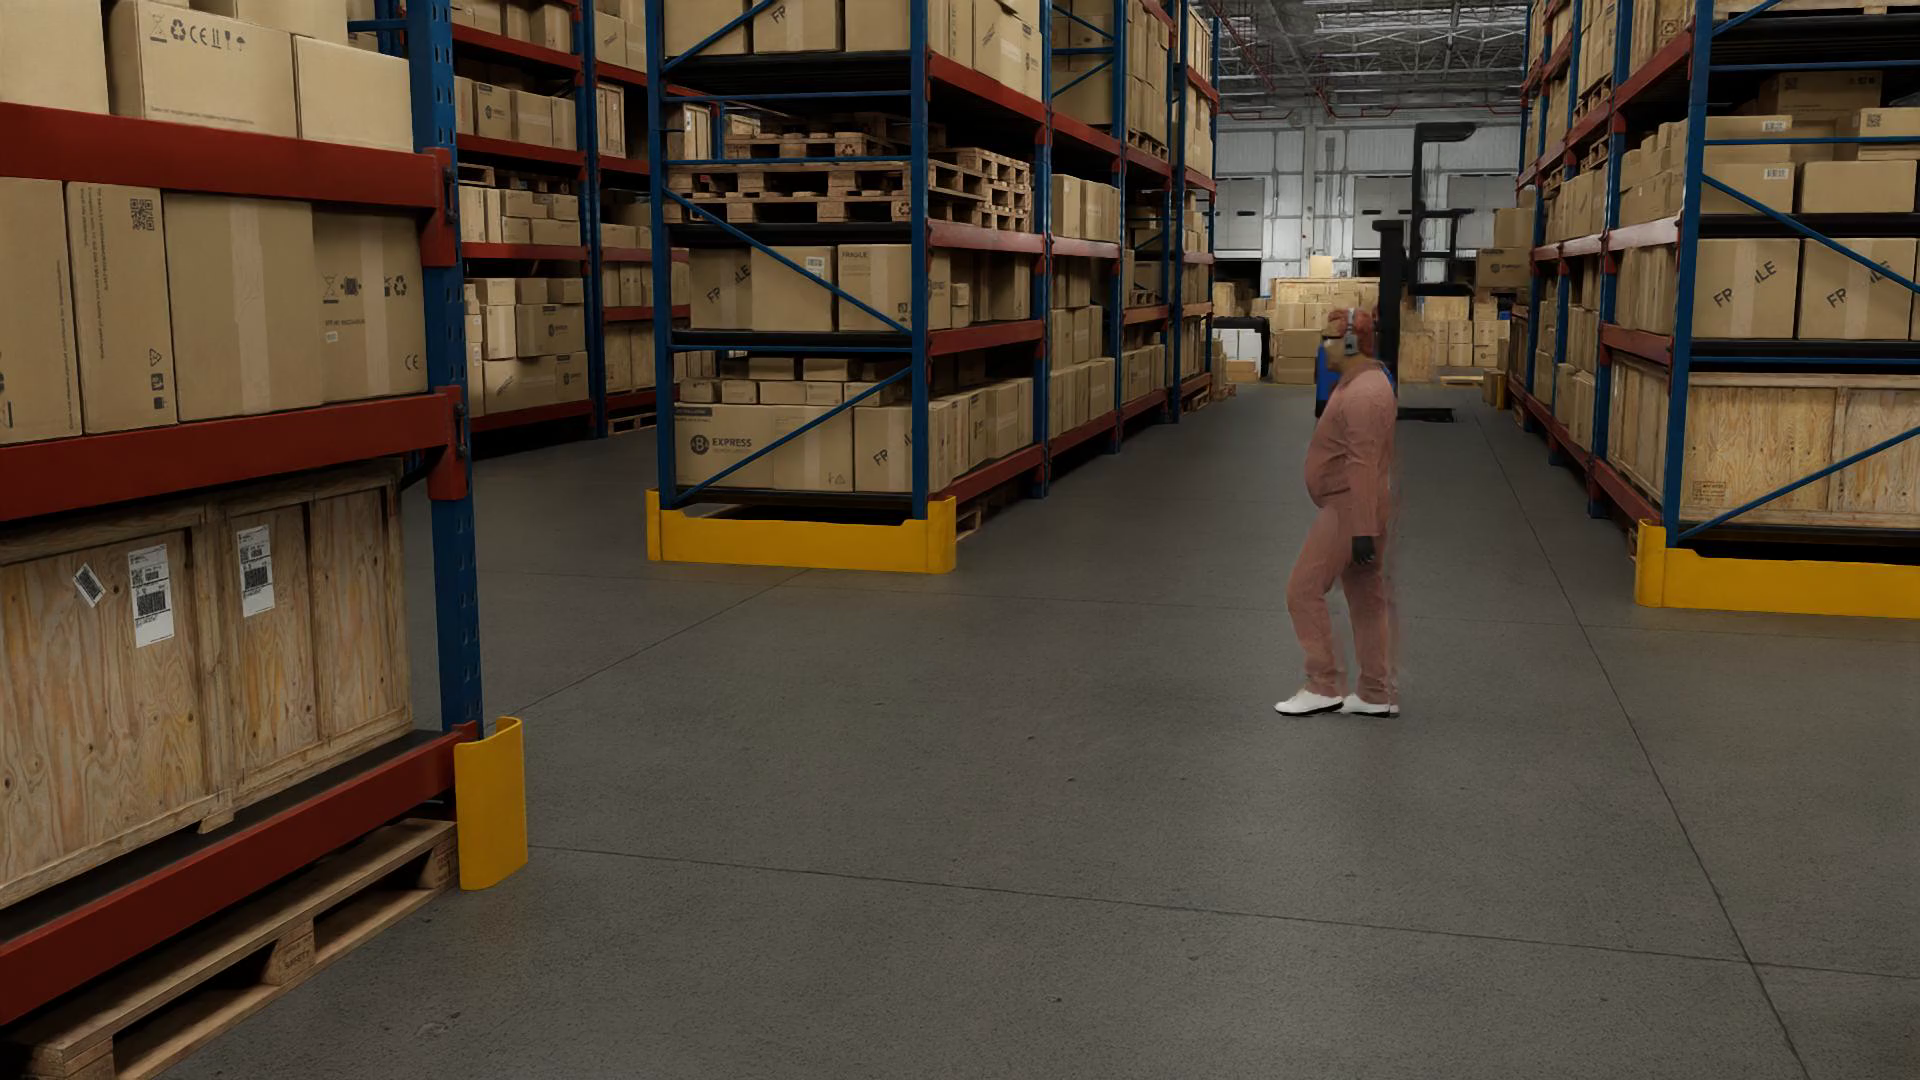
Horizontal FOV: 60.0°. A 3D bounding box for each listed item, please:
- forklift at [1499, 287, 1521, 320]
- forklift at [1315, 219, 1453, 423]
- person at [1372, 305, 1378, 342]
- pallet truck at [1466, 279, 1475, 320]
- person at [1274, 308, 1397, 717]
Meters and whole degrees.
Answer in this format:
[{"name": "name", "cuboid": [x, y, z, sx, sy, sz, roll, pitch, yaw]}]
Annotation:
[{"name": "forklift", "cuboid": [15.855, -6.836, 47.204, 1.129, 2.768, 1.873, 2, 9, 15]}, {"name": "forklift", "cuboid": [6.014, -3.090, 23.406, 1.873, 2.768, 1.129, 2, 9, 15]}, {"name": "person", "cuboid": [6.567, -2.858, 25.944, 0.530, 1.599, 0.819, -4, 10, -23]}, {"name": "pallet truck", "cuboid": [18.896, -8.459, 60.307, 1.885, 1.965, 0.823, 5, 10, 31]}, {"name": "person", "cuboid": [1.709, -0.115, 7.641, 0.663, 1.881, 0.664, 3, 10, 20]}]
